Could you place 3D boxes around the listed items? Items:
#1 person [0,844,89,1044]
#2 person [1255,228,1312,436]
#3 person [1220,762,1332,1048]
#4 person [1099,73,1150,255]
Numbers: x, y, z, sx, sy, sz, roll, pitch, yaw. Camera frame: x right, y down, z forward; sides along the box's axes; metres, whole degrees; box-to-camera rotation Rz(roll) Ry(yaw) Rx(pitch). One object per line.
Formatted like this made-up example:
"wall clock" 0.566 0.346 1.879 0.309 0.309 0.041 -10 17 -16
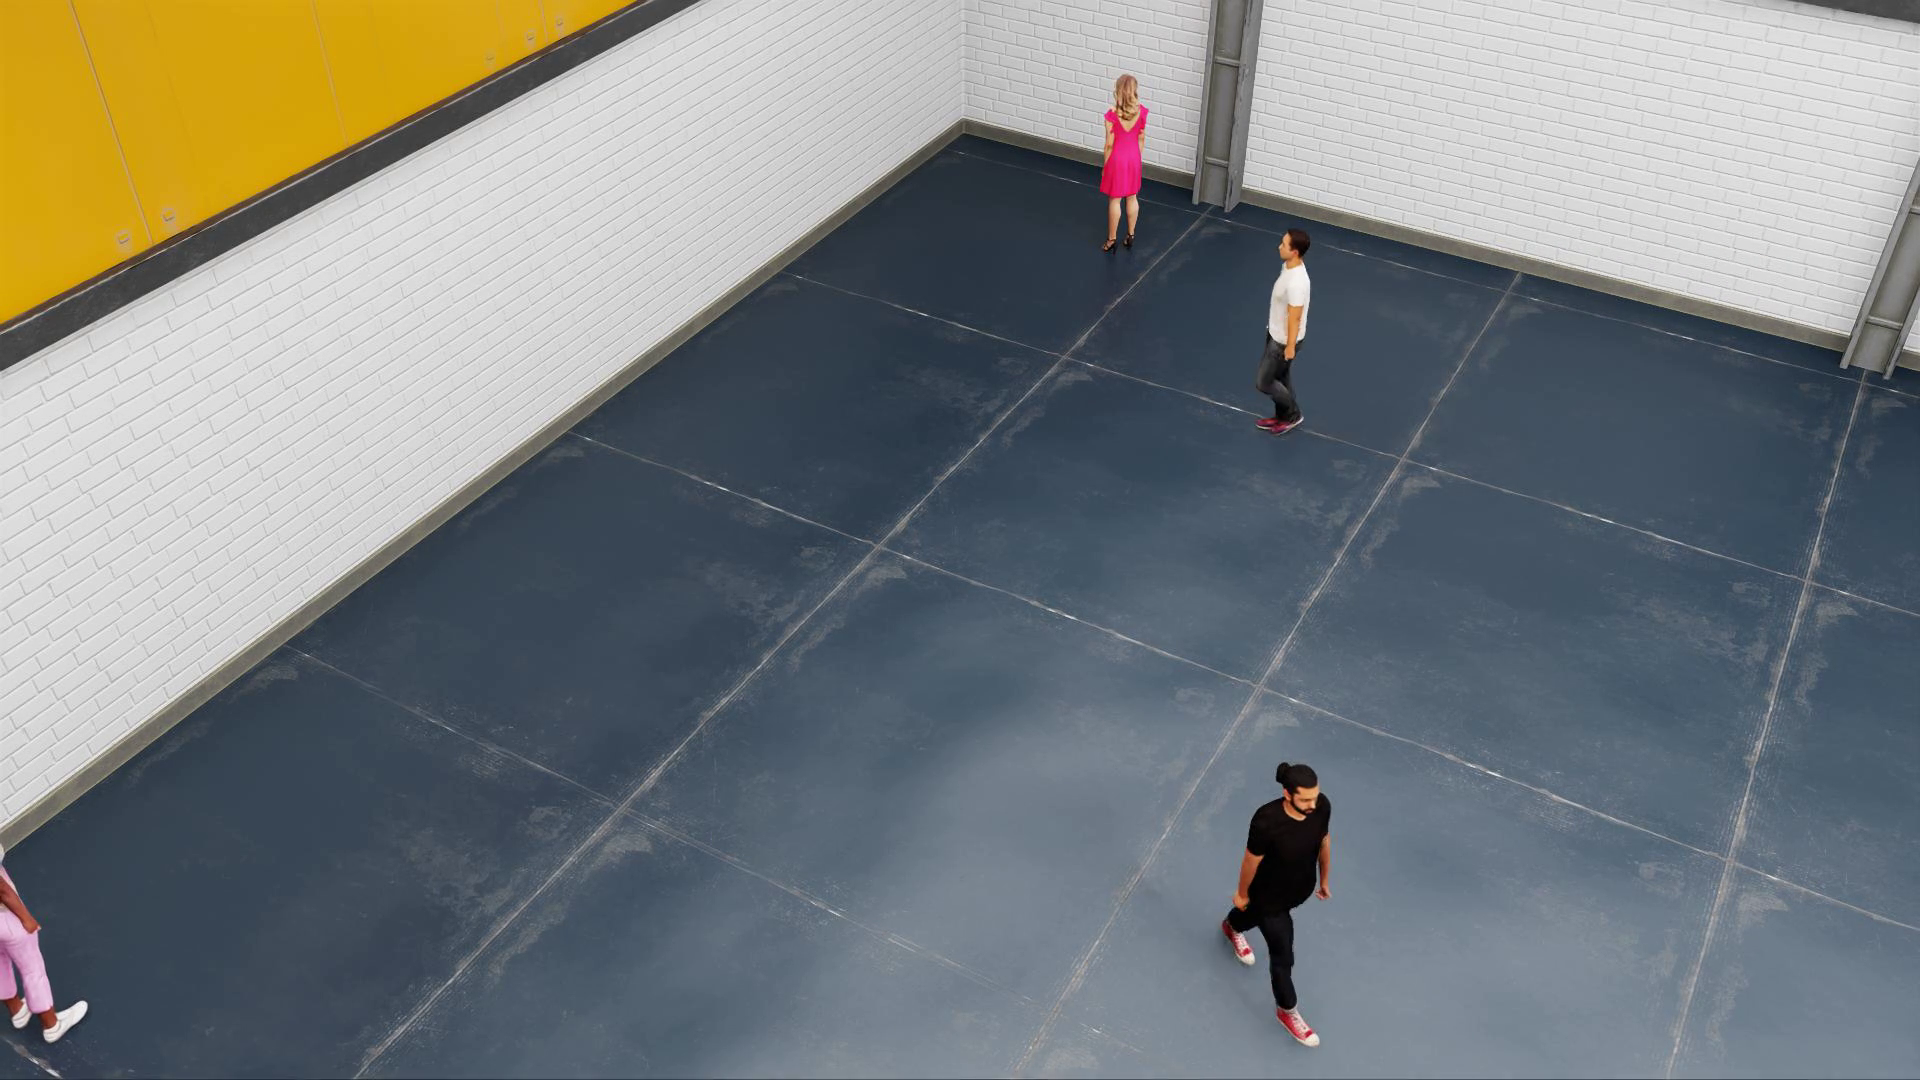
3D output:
"person" -4.966 1.922 8.531 0.509 1.738 0.657 13 40 16
"person" 2.605 -1.574 12.866 0.810 1.790 0.783 2 39 2
"person" 1.637 1.765 8.744 0.993 1.717 1.224 -20 43 -24
"person" 1.501 -3.450 15.265 0.663 1.729 0.713 -12 40 -15
